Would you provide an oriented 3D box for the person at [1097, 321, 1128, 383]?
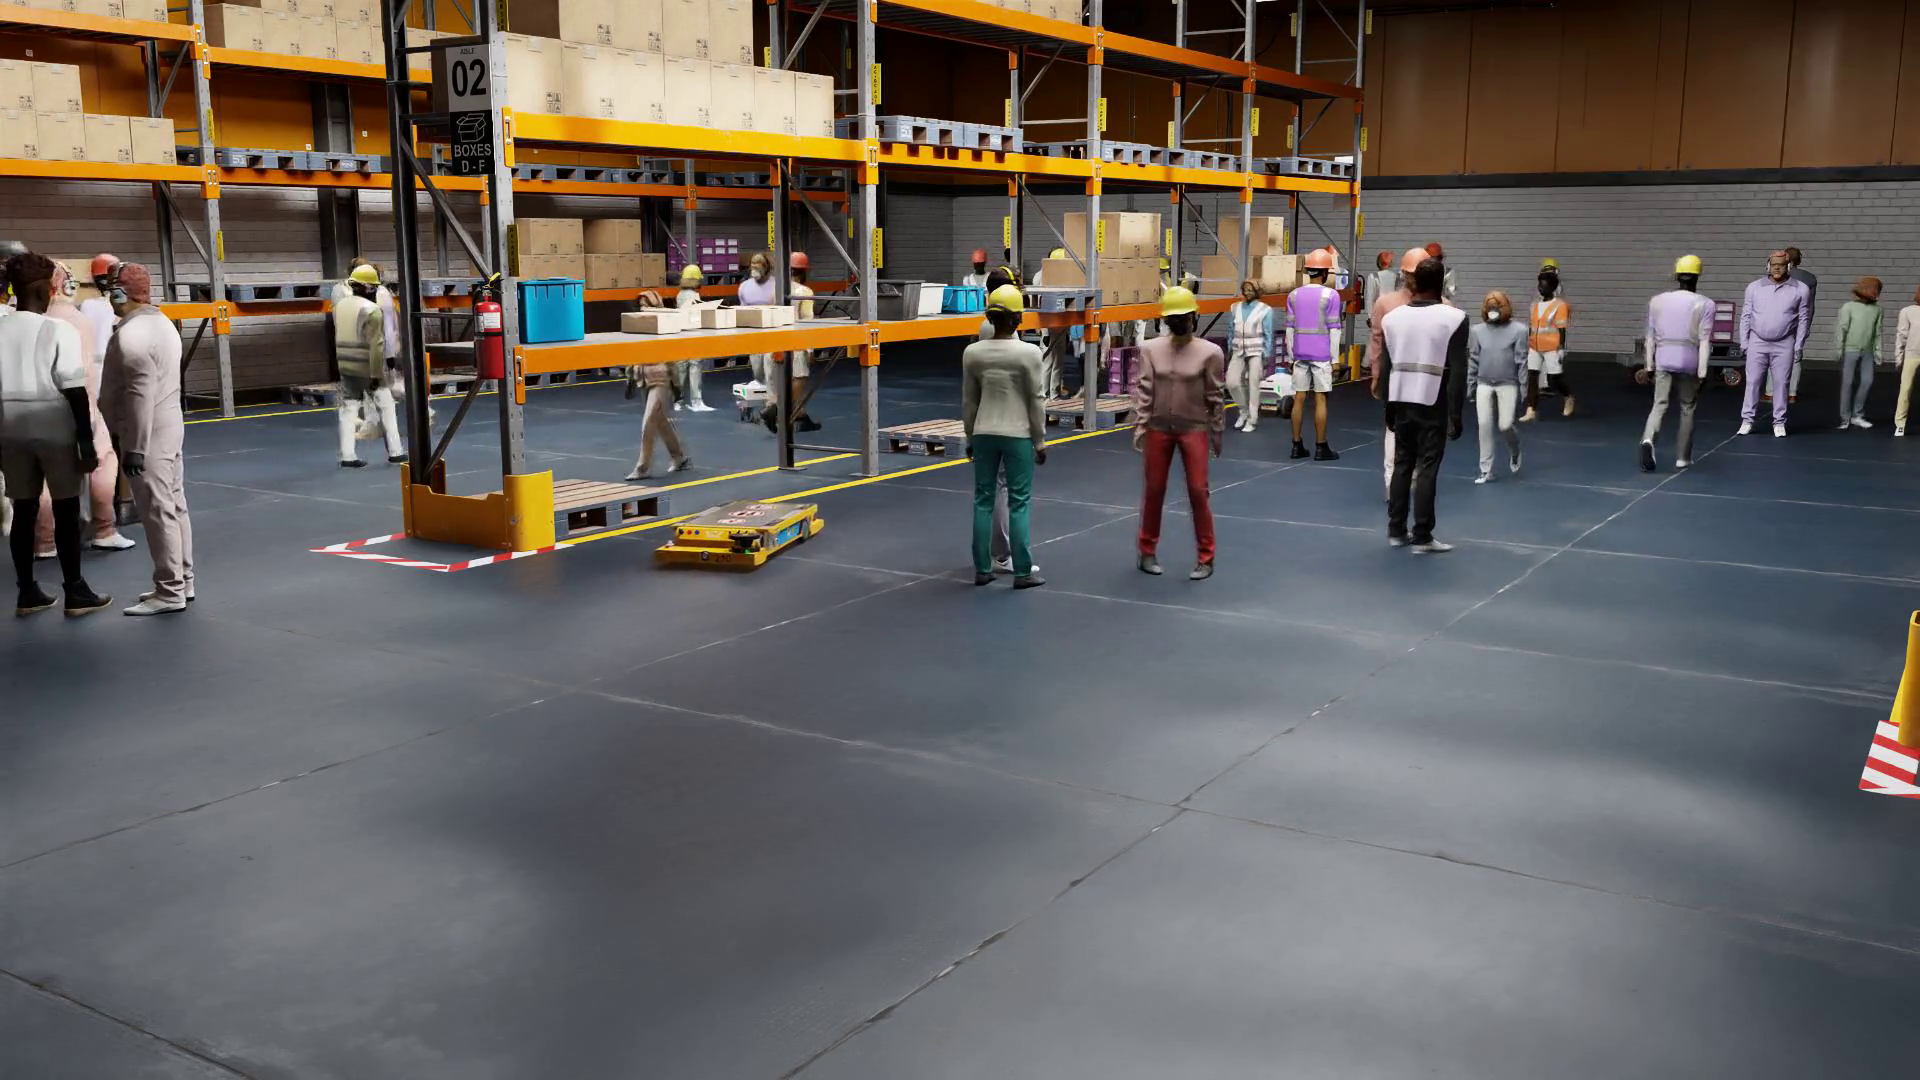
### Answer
[{"bbox_3d":[2.079,-3.221,23.458,0.611,2.047,0.361,1,10,5],"label":"person"}]

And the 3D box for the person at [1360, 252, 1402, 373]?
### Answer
[{"bbox_3d":[6.357,-3.398,25.046,0.586,1.838,0.956,-2,10,-10],"label":"person"}]

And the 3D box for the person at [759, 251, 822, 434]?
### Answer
[{"bbox_3d":[-1.762,-2.040,17.306,0.818,1.910,0.563,-10,14,-44],"label":"person"}]

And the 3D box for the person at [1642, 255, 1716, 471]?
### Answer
[{"bbox_3d":[6.285,-1.547,14.602,0.587,1.902,0.835,9,13,40],"label":"person"}]

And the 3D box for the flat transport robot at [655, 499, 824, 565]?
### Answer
[{"bbox_3d":[-1.415,-0.067,10.904,0.652,0.197,1.431,2,11,12],"label":"flat transport robot"}]

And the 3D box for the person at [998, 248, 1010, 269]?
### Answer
[{"bbox_3d":[0.965,-4.763,32.526,0.520,1.862,0.328,7,12,34],"label":"person"}]

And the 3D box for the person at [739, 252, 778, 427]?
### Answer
[{"bbox_3d":[-2.071,-2.215,18.320,0.646,1.907,0.747,5,11,24],"label":"person"}]

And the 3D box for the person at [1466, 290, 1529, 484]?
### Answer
[{"bbox_3d":[4.510,-1.278,13.889,0.526,1.612,0.515,8,13,37],"label":"person"}]

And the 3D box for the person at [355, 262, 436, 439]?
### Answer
[{"bbox_3d":[-5.862,-1.943,17.050,0.843,1.813,0.636,-5,11,-25],"label":"person"}]

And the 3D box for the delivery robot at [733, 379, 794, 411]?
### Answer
[{"bbox_3d":[-2.169,-1.645,18.603,0.707,0.478,0.477,-6,12,-28],"label":"delivery robot"}]

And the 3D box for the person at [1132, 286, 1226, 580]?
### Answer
[{"bbox_3d":[1.320,-0.644,9.999,0.540,1.752,0.383,5,11,25],"label":"person"}]

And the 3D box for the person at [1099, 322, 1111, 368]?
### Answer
[{"bbox_3d":[2.343,-3.732,26.613,0.626,1.928,1.075,3,11,16],"label":"person"}]

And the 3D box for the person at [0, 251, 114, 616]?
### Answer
[{"bbox_3d":[-4.945,-0.563,8.961,0.612,1.962,0.363,1,10,8],"label":"person"}]

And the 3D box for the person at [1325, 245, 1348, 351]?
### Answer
[{"bbox_3d":[5.794,-3.626,26.006,0.547,1.938,0.378,5,12,27],"label":"person"}]

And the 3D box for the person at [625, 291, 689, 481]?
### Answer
[{"bbox_3d":[-2.605,-1.340,14.276,0.527,1.601,0.835,7,12,34],"label":"person"}]

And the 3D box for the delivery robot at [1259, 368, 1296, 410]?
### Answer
[{"bbox_3d":[3.667,-1.733,19.081,0.477,0.478,0.707,7,13,35],"label":"delivery robot"}]

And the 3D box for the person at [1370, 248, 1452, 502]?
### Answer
[{"bbox_3d":[3.534,-1.286,13.013,0.640,1.958,0.850,2,10,13],"label":"person"}]

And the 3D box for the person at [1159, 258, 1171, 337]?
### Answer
[{"bbox_3d":[2.879,-3.111,23.630,0.314,1.769,0.524,1,10,4],"label":"person"}]

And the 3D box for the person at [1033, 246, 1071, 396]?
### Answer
[{"bbox_3d":[1.238,-2.835,21.626,0.629,1.939,0.374,-6,12,-28],"label":"person"}]

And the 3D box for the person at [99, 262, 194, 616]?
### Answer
[{"bbox_3d":[-4.435,-0.546,9.037,0.399,1.904,0.644,-2,10,-11],"label":"person"}]

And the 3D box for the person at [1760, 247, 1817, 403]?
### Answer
[{"bbox_3d":[10.274,-2.667,20.693,0.635,1.939,0.367,1,10,6],"label":"person"}]

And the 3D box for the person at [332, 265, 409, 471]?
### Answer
[{"bbox_3d":[-5.244,-1.527,14.781,0.594,1.797,0.787,5,11,26],"label":"person"}]

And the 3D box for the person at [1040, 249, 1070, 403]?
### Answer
[{"bbox_3d":[1.170,-2.544,20.068,0.393,1.919,0.589,6,12,32],"label":"person"}]

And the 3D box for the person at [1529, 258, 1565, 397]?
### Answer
[{"bbox_3d":[7.612,-2.760,21.624,0.467,1.786,0.620,-3,11,-17],"label":"person"}]

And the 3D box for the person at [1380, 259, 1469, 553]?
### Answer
[{"bbox_3d":[3.021,-0.866,10.855,0.589,1.897,0.500,9,14,42],"label":"person"}]

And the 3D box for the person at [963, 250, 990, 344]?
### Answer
[{"bbox_3d":[0.314,-3.300,24.367,0.548,1.892,1.028,2,10,9],"label":"person"}]

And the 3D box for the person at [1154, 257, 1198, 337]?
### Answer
[{"bbox_3d":[2.990,-3.034,23.034,0.632,1.836,0.430,0,10,3],"label":"person"}]

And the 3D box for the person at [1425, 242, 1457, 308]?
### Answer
[{"bbox_3d":[6.818,-3.256,23.793,0.630,2.008,0.993,6,12,31],"label":"person"}]

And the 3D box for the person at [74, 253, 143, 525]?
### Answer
[{"bbox_3d":[-5.999,-1.072,11.880,0.561,1.919,0.500,2,10,12],"label":"person"}]

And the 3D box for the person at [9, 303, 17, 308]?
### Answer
[{"bbox_3d":[-6.911,-1.135,12.461,0.508,1.847,0.345,-9,13,-39],"label":"person"}]

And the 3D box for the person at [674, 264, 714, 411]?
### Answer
[{"bbox_3d":[-3.188,-2.394,19.737,0.338,1.745,0.492,-8,13,-38],"label":"person"}]

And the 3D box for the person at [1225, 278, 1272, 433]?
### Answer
[{"bbox_3d":[3.034,-1.938,17.498,0.551,1.622,0.377,8,13,38],"label":"person"}]

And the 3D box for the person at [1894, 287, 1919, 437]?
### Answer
[{"bbox_3d":[9.892,-1.859,17.092,0.502,1.628,0.288,4,11,20],"label":"person"}]

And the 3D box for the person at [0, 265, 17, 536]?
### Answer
[{"bbox_3d":[-6.526,-0.954,11.411,0.520,1.865,0.328,-5,11,-26],"label":"person"}]

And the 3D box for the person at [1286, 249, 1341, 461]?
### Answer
[{"bbox_3d":[3.267,-1.699,15.329,0.544,1.939,0.372,10,14,43],"label":"person"}]

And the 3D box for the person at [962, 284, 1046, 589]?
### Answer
[{"bbox_3d":[0.263,-0.597,9.699,0.526,1.767,0.326,6,12,28],"label":"person"}]

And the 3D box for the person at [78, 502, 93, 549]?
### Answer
[{"bbox_3d":[-6.053,-0.800,10.512,1.033,1.900,0.609,-10,14,-43],"label":"person"}]

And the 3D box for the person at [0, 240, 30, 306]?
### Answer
[{"bbox_3d":[-8.104,-1.564,14.294,0.679,2.000,0.696,-5,11,-27],"label":"person"}]

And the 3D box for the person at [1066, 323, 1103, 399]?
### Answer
[{"bbox_3d":[1.621,-2.622,21.263,0.532,1.647,0.803,9,13,39],"label":"person"}]

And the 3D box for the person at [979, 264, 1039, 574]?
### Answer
[{"bbox_3d":[0.278,-0.730,10.137,0.326,1.877,0.520,-3,11,-16],"label":"person"}]

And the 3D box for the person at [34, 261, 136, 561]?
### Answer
[{"bbox_3d":[-5.694,-0.828,10.665,0.650,1.886,0.733,3,11,15],"label":"person"}]

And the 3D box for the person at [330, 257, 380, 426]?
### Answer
[{"bbox_3d":[-6.566,-2.173,18.264,0.428,1.837,0.625,6,12,32],"label":"person"}]

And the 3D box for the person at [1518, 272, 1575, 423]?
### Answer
[{"bbox_3d":[6.553,-2.138,18.478,0.677,1.672,0.536,-6,12,-31],"label":"person"}]

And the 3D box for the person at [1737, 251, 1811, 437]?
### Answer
[{"bbox_3d":[8.380,-2.015,17.168,0.642,1.908,0.410,6,12,28],"label":"person"}]

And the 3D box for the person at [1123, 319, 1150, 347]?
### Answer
[{"bbox_3d":[2.822,-3.691,26.659,0.404,1.829,0.600,-10,14,-43],"label":"person"}]

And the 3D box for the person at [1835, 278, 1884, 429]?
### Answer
[{"bbox_3d":[9.658,-2.003,17.907,0.554,1.622,0.341,-1,10,-7],"label":"person"}]
